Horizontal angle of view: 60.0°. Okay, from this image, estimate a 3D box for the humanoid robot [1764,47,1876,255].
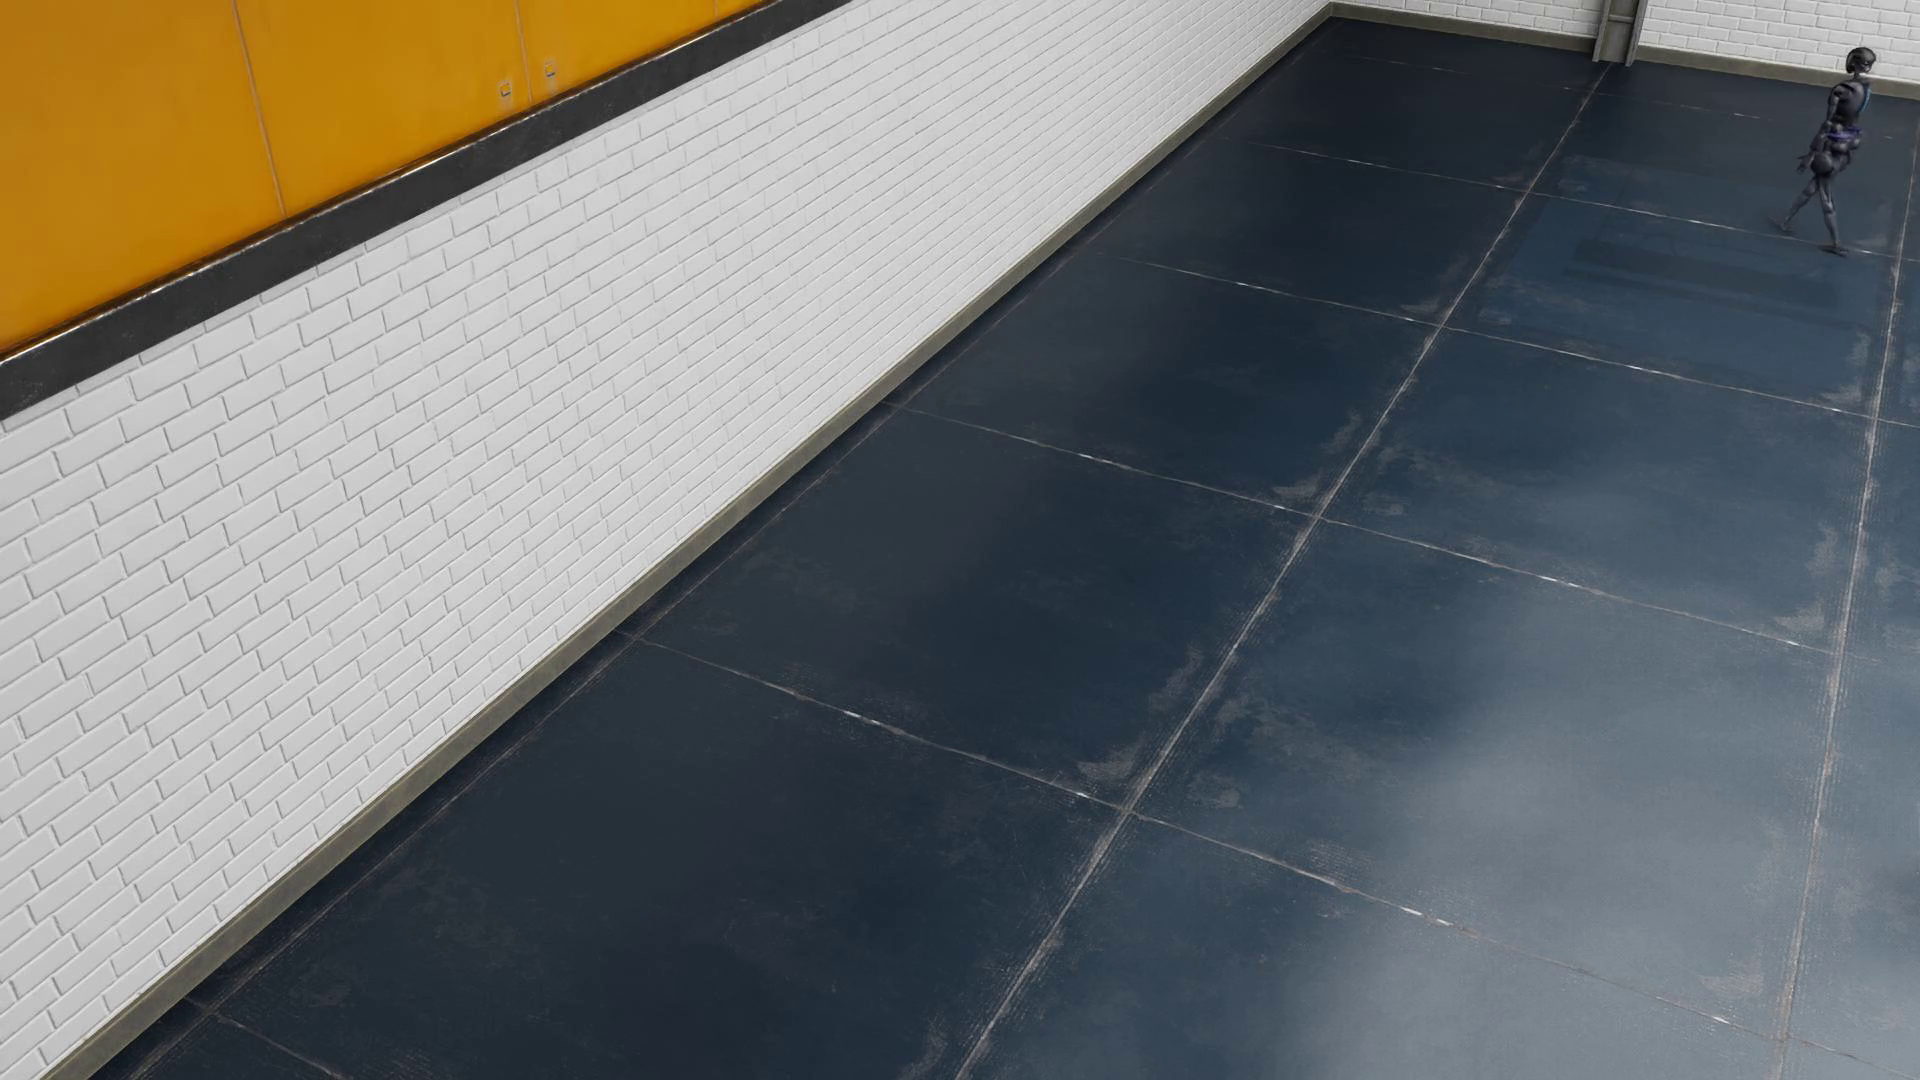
[{"bbox_3d":[7.051,-3.171,13.477,0.588,1.629,0.787,-24,41,-31],"label":"humanoid robot"}]
